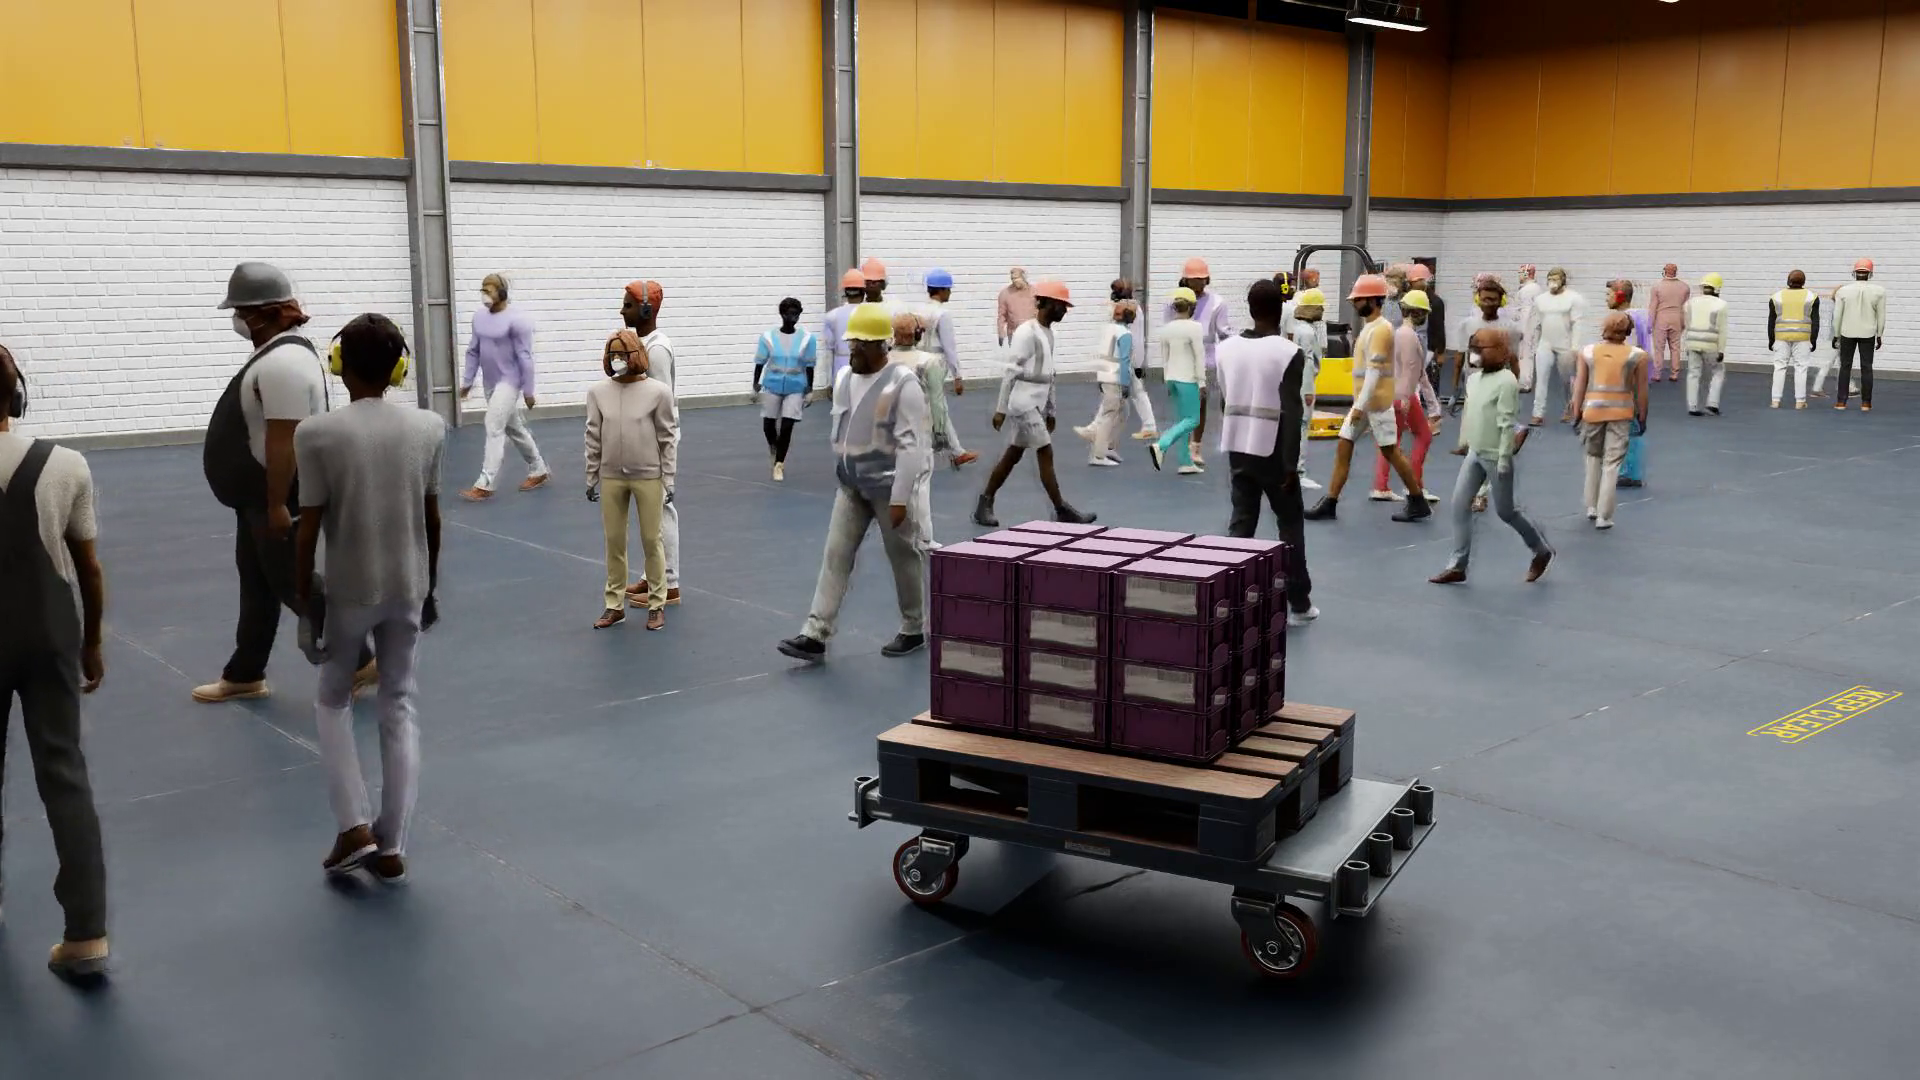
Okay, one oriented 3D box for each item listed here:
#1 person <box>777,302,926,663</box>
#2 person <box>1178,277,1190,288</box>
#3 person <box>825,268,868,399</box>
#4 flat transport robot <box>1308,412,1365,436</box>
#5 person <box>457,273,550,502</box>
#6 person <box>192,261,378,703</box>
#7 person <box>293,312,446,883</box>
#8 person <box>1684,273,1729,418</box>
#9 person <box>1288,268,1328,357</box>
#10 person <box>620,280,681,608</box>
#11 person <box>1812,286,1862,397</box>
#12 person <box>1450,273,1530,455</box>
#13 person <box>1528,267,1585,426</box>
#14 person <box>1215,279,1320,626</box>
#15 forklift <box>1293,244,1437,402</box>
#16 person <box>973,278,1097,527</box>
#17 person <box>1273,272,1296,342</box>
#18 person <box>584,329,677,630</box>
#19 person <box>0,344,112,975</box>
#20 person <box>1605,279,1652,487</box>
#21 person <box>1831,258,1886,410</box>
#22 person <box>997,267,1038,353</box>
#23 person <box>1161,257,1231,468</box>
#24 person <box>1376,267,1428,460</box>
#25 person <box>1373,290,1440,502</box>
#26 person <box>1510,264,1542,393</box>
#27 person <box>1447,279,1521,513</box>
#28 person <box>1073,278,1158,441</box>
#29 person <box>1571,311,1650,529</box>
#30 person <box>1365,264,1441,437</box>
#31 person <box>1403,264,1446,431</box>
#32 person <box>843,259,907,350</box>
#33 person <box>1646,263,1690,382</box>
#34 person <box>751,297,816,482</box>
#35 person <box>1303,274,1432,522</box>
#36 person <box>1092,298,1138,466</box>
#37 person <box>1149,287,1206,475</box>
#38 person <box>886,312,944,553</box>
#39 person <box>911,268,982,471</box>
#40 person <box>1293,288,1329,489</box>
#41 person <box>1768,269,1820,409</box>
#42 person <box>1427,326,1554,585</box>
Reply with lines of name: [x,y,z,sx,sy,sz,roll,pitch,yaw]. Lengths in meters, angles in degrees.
person: [-0.492,-0.261,8.195,0.607,1.786,0.898,8,13,41]
person: [3.611,-3.404,26.897,0.524,1.691,0.319,4,10,22]
person: [-0.952,-1.447,14.774,0.553,1.922,0.730,2,10,14]
flat transport robot: [3.939,-1.349,19.009,0.652,0.197,1.431,-4,10,-22]
person: [-3.841,-1.295,14.002,0.647,1.892,1.033,8,12,39]
person: [-3.050,-0.262,7.471,0.827,2.000,0.692,-4,10,-21]
person: [-1.905,0.193,5.392,0.512,1.841,0.428,-7,12,-35]
person: [9.360,-2.425,20.815,0.542,1.814,0.597,-7,12,-37]
person: [4.392,-2.477,20.951,0.603,1.863,0.442,-6,11,-32]
person: [-1.804,-0.553,9.643,0.356,1.883,0.573,-4,10,-20]
person: [12.627,-2.823,23.774,0.738,1.597,0.504,6,11,31]
person: [5.352,-1.734,16.660,0.783,1.867,0.662,7,12,36]
person: [7.180,-2.323,19.972,0.634,1.904,0.990,8,12,39]
person: [1.665,-0.467,9.103,0.667,1.891,0.609,-9,13,-43]
forklift: [5.256,-2.933,22.661,2.313,2.155,1.214,3,10,16]
person: [0.508,-0.999,12.330,0.978,1.863,0.600,4,10,22]
person: [3.164,-1.714,16.495,0.334,1.865,0.517,-6,11,-31]
person: [-1.783,-0.321,9.010,0.507,1.631,0.266,1,10,8]
person: [-2.712,0.327,4.768,0.534,1.796,0.972,-9,13,-42]
person: [5.765,-1.358,14.528,0.548,1.824,0.579,4,11,24]
person: [11.820,-2.703,21.898,0.613,1.995,0.391,5,11,27]
person: [0.860,-2.941,23.671,0.663,1.866,0.655,0,10,2]
person: [2.251,-1.664,15.780,0.647,1.999,0.941,0,10,3]
person: [4.237,-1.730,16.435,0.732,1.910,0.641,-8,12,-38]
person: [3.717,-1.174,13.668,0.649,1.739,0.540,0,10,0]
person: [8.355,-3.127,24.639,0.408,1.908,0.646,5,11,28]
person: [4.217,-1.166,13.328,0.540,1.844,0.683,7,12,35]
person: [1.751,-1.968,18.227,0.989,1.786,0.630,-1,10,-5]
person: [4.887,-0.902,12.480,0.523,1.612,0.691,7,12,35]
person: [4.918,-2.125,18.692,0.646,1.938,1.046,-8,13,-40]
person: [5.369,-2.244,19.397,1.048,1.945,0.614,-6,12,-33]
person: [-0.786,-1.526,15.037,0.621,1.995,1.032,3,10,15]
person: [11.388,-3.497,26.808,0.638,1.909,0.407,0,10,-2]
person: [-1.588,-1.370,15.068,0.572,1.663,0.632,-1,10,-6]
person: [3.137,-1.067,12.629,0.985,1.896,0.544,-1,10,-5]
person: [1.489,-1.512,16.009,0.490,1.610,0.534,-2,10,-11]
person: [1.999,-1.450,15.286,0.601,1.741,0.550,-6,11,-30]
person: [-0.354,-0.731,11.391,0.524,1.639,0.306,4,11,24]
person: [-0.166,-1.541,15.362,0.988,1.893,0.643,-5,11,-27]
person: [3.041,-1.325,14.564,0.317,1.743,0.488,1,10,4]
person: [11.080,-2.666,22.131,0.625,1.846,0.429,6,11,31]
person: [3.317,-0.513,10.211,0.791,1.595,0.539,-3,10,-15]
